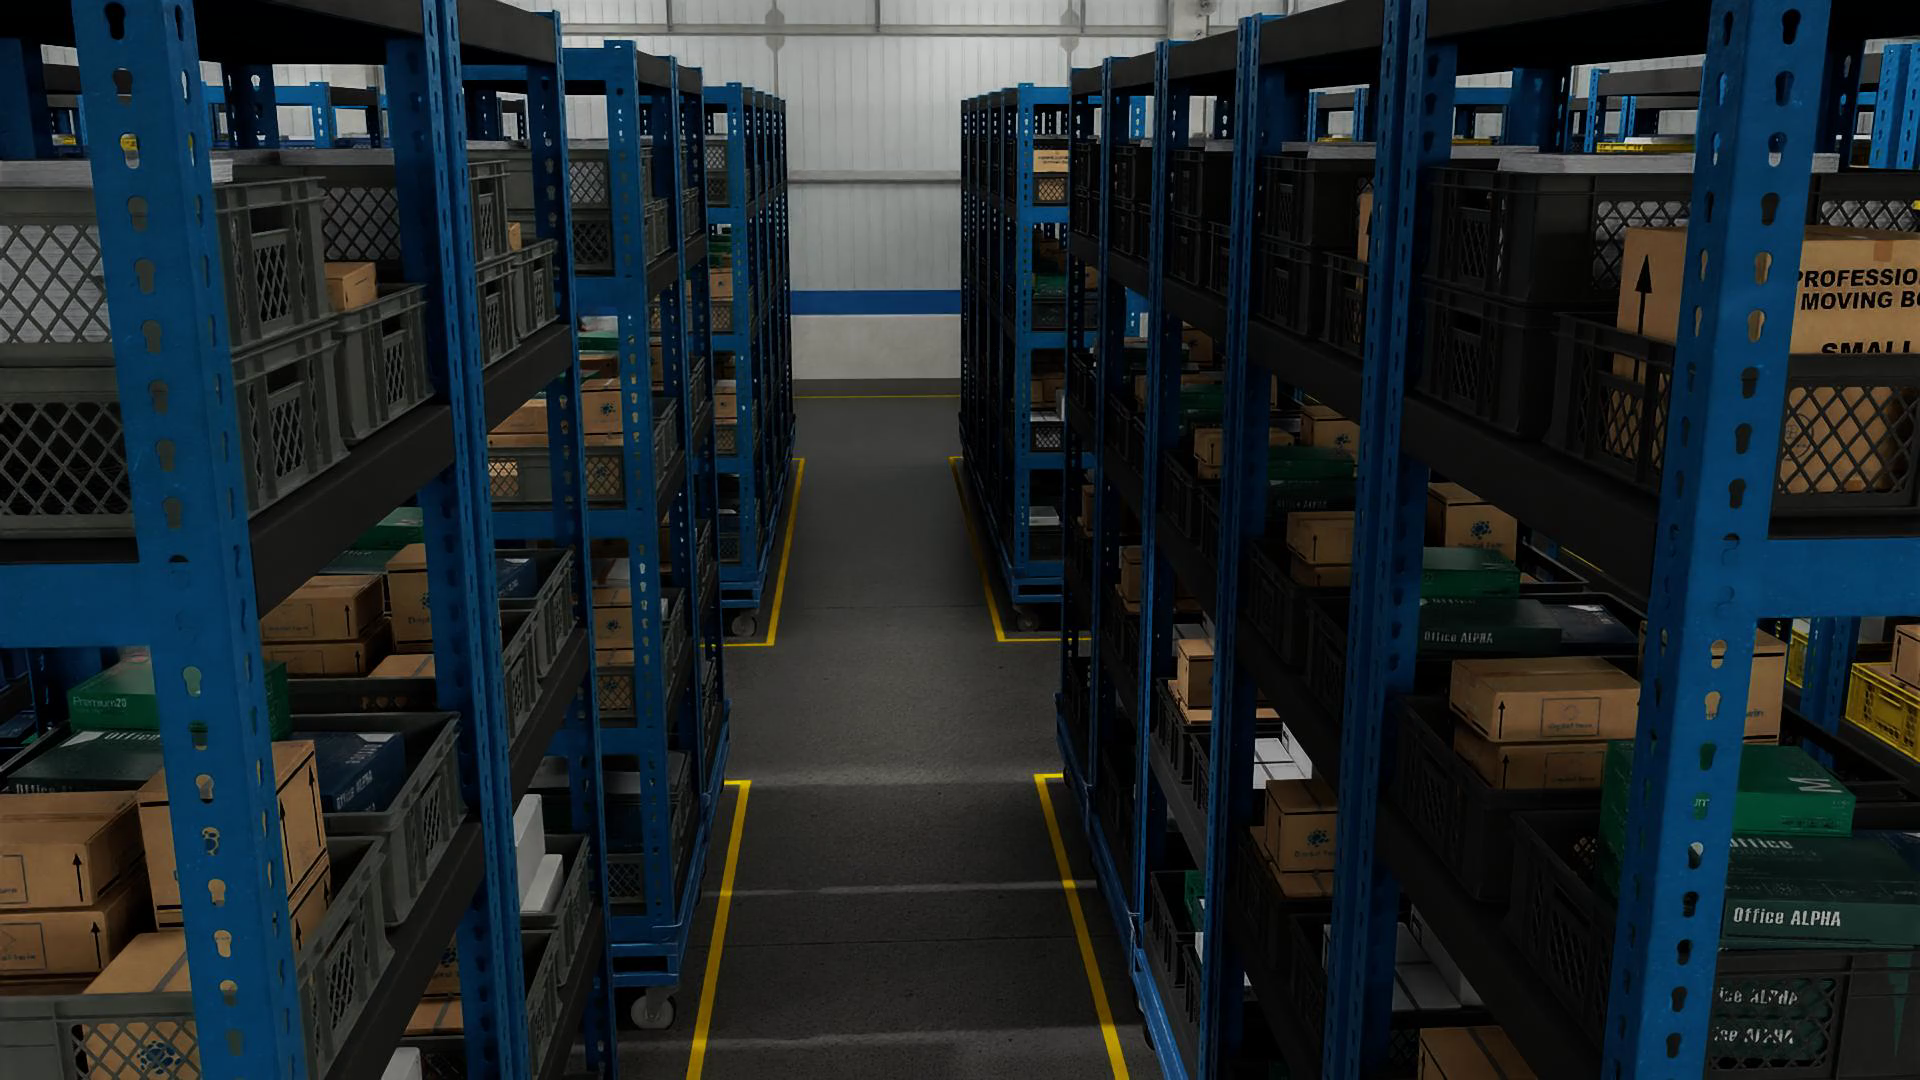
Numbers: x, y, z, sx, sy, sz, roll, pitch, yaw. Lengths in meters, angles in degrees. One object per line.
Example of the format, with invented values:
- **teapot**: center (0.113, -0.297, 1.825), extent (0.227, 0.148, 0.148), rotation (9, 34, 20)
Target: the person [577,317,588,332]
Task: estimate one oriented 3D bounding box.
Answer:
- **person**: center (-3.192, -0.949, 13.848), extent (0.576, 1.817, 0.824), rotation (-3, 14, -10)
